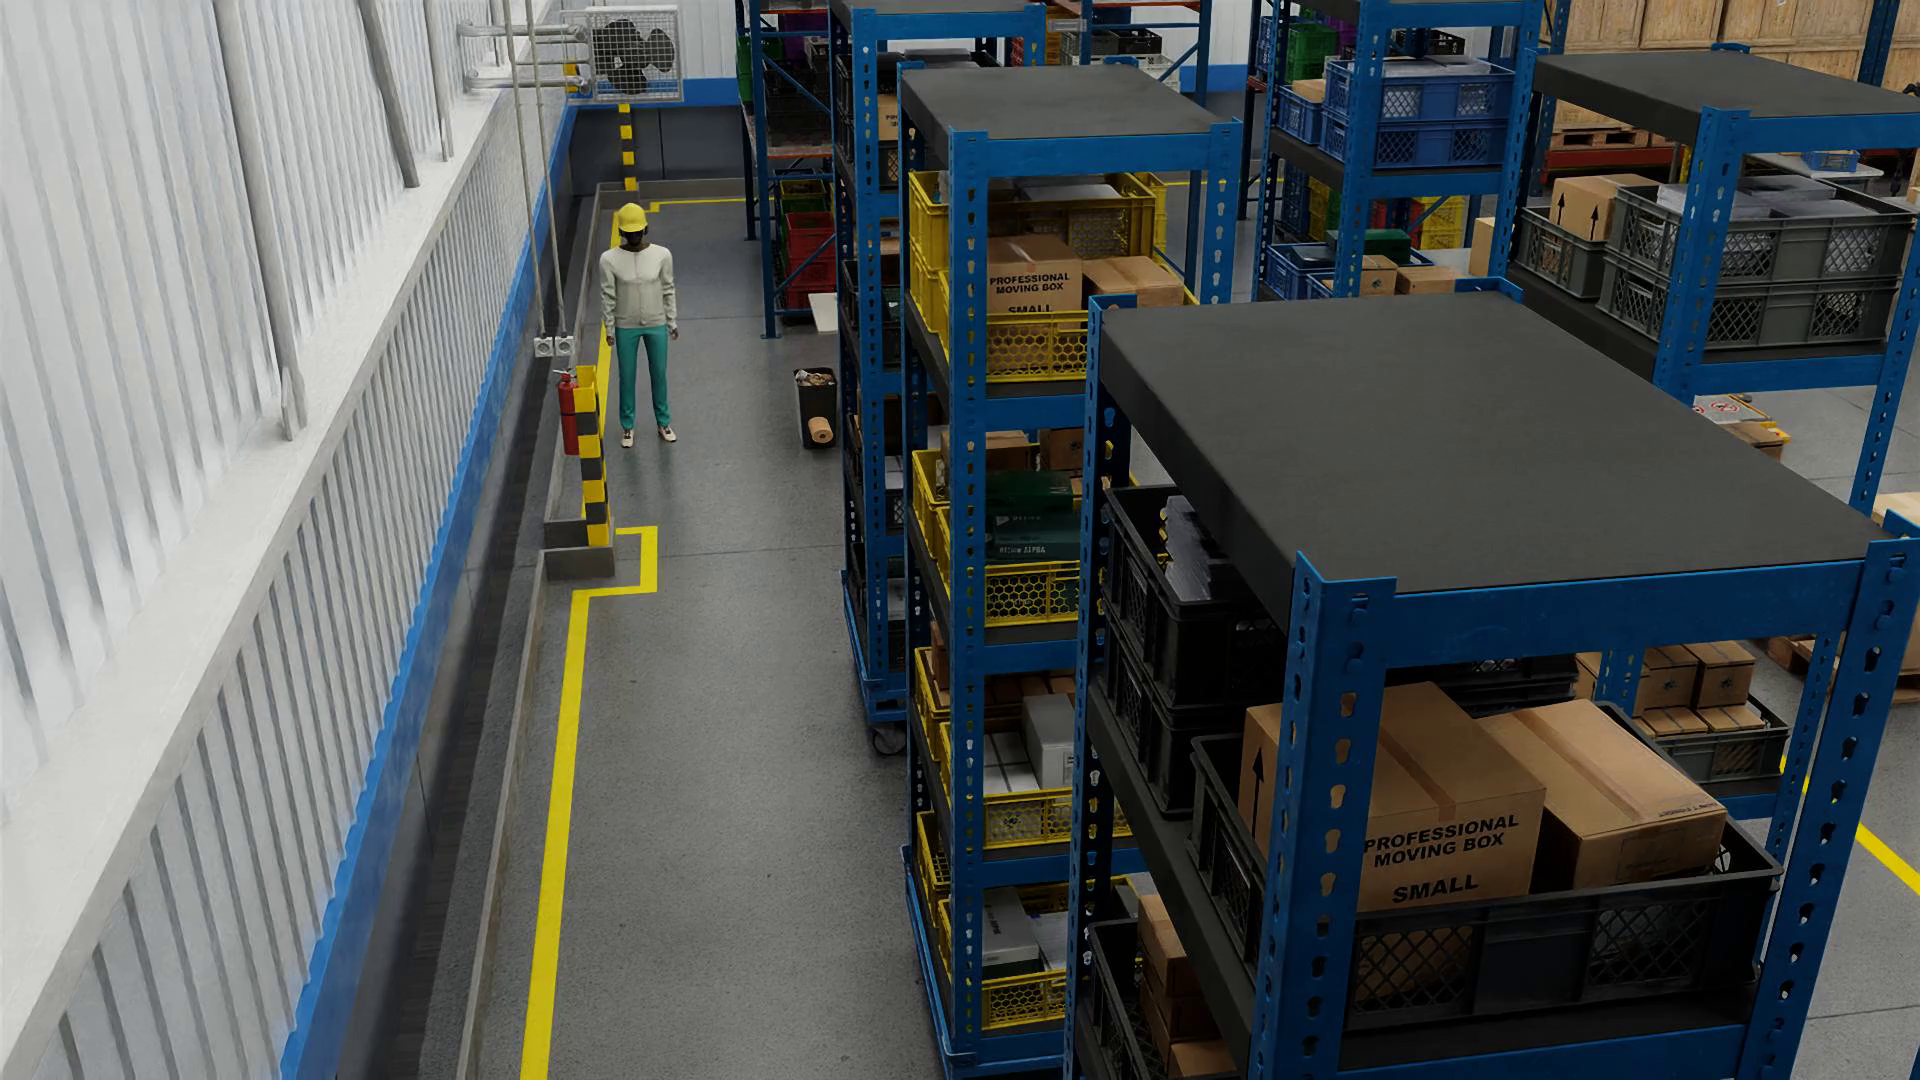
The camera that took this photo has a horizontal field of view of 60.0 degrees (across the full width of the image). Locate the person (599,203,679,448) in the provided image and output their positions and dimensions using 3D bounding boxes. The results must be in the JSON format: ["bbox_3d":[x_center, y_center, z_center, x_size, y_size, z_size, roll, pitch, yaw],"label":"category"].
[{"bbox_3d":[-2.261,-1.520,11.808,0.530,1.767,0.326,-8,26,-18],"label":"person"}]

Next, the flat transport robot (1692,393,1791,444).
[{"bbox_3d":[5.224,-0.859,12.132,1.431,0.197,0.652,-4,25,-8],"label":"flat transport robot"}]

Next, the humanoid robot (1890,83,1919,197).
[{"bbox_3d":[10.469,-4.404,18.174,0.603,1.652,0.321,18,30,34],"label":"humanoid robot"}]
